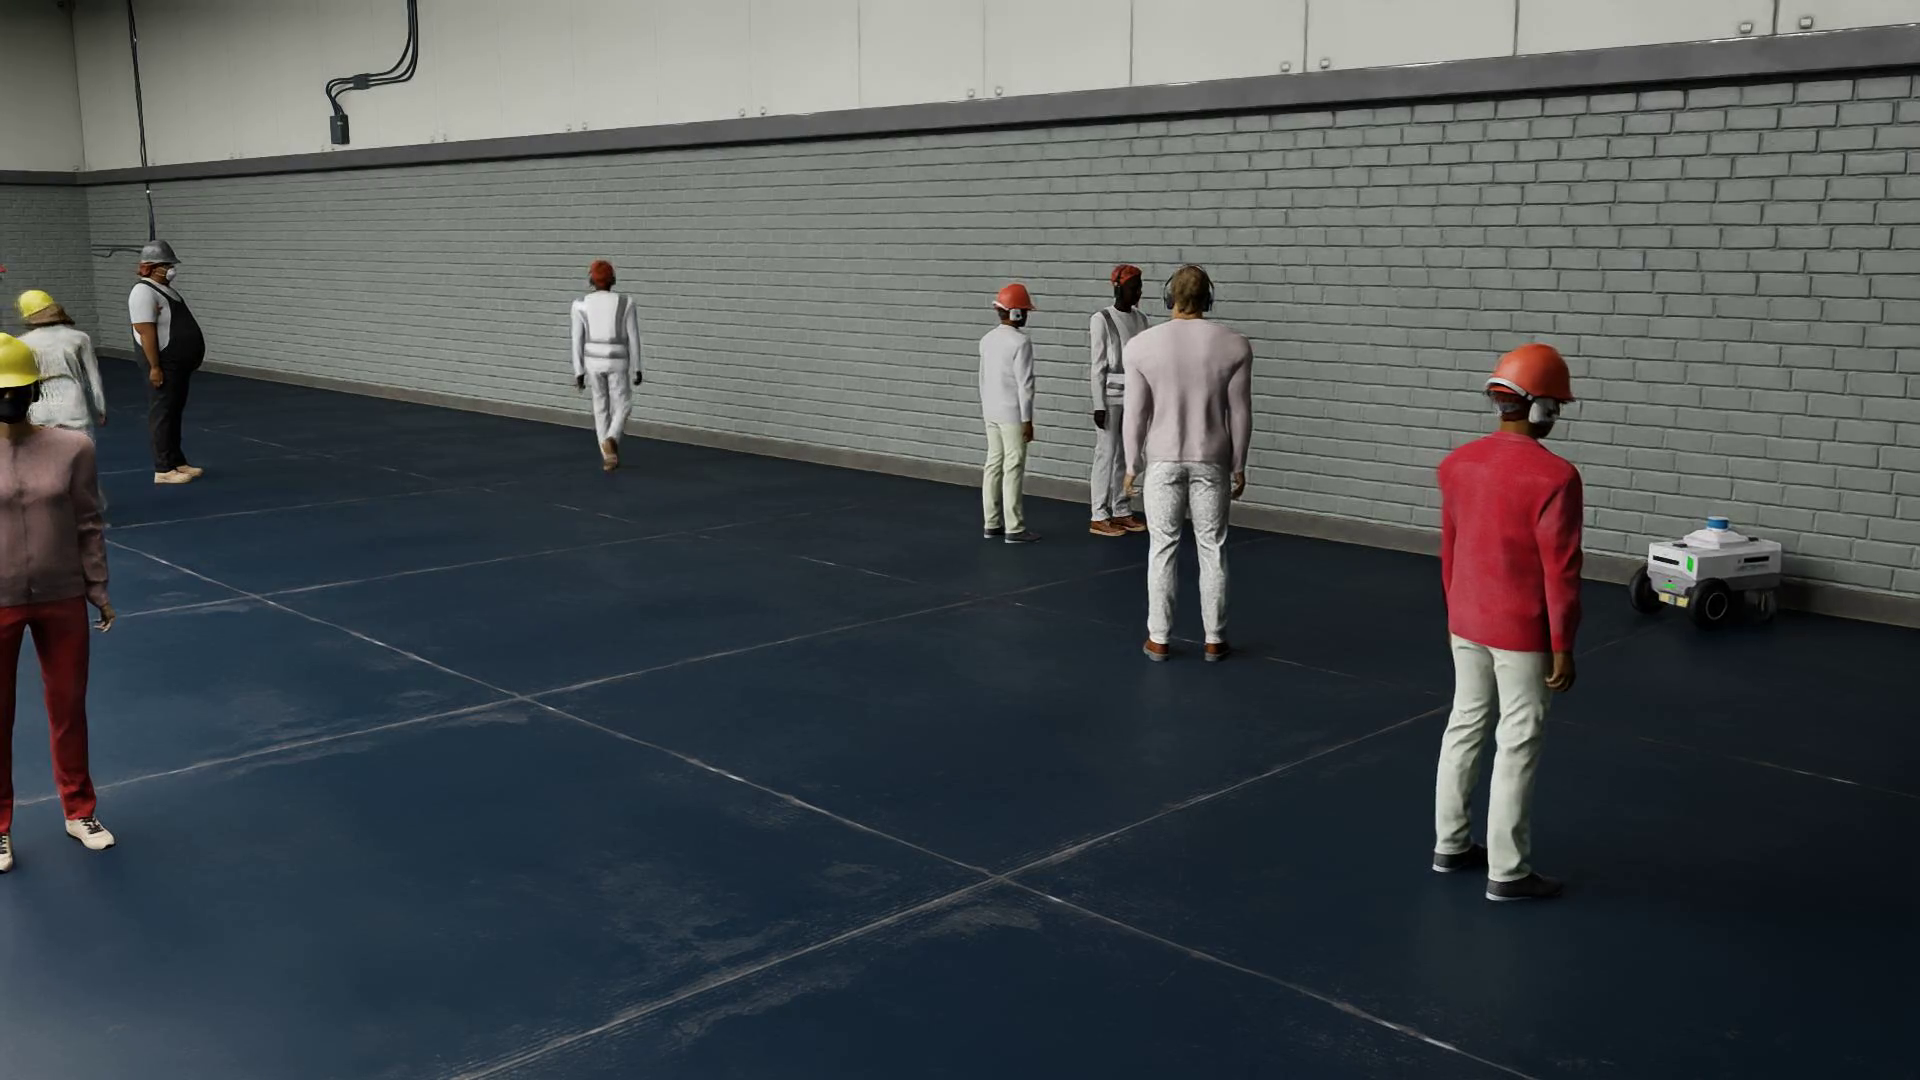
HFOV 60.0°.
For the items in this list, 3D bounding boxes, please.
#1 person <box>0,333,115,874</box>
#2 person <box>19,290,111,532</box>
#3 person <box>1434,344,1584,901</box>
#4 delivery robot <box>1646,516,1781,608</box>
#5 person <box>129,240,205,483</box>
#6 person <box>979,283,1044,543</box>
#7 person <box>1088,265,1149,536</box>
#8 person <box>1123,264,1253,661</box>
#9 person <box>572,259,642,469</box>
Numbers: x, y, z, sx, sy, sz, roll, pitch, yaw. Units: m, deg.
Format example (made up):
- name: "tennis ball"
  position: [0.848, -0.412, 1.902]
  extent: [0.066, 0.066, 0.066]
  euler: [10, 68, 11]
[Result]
- name: "person"
  position: [-3.073, 0.204, 5.482]
  extent: [0.533, 1.767, 0.326]
  euler: [-10, 14, -42]
- name: "person"
  position: [-6.278, -0.893, 11.648]
  extent: [0.530, 1.703, 0.399]
  euler: [-4, 11, -21]
- name: "person"
  position: [1.754, 0.256, 5.259]
  extent: [0.347, 1.743, 0.566]
  euler: [-5, 11, -24]
- name: "delivery robot"
  position: [4.092, 0.114, 9.020]
  extent: [0.707, 0.478, 0.477]
  euler: [-4, 11, -23]
- name: "person"
  position: [-6.680, -1.512, 14.087]
  extent: [0.539, 2.000, 0.688]
  euler: [-2, 11, -10]
- name: "person"
  position: [0.348, -0.863, 11.330]
  extent: [0.341, 1.752, 0.563]
  euler: [-6, 12, -30]
- name: "person"
  position: [1.114, -0.964, 11.567]
  extent: [0.569, 1.878, 0.351]
  euler: [-9, 14, -42]
- name: "person"
  position: [1.101, -0.364, 8.108]
  extent: [0.627, 1.940, 0.375]
  euler: [1, 10, 6]
- name: "person"
  position: [-3.108, -1.522, 14.613]
  extent: [0.591, 1.870, 0.626]
  euler: [0, 10, 2]
